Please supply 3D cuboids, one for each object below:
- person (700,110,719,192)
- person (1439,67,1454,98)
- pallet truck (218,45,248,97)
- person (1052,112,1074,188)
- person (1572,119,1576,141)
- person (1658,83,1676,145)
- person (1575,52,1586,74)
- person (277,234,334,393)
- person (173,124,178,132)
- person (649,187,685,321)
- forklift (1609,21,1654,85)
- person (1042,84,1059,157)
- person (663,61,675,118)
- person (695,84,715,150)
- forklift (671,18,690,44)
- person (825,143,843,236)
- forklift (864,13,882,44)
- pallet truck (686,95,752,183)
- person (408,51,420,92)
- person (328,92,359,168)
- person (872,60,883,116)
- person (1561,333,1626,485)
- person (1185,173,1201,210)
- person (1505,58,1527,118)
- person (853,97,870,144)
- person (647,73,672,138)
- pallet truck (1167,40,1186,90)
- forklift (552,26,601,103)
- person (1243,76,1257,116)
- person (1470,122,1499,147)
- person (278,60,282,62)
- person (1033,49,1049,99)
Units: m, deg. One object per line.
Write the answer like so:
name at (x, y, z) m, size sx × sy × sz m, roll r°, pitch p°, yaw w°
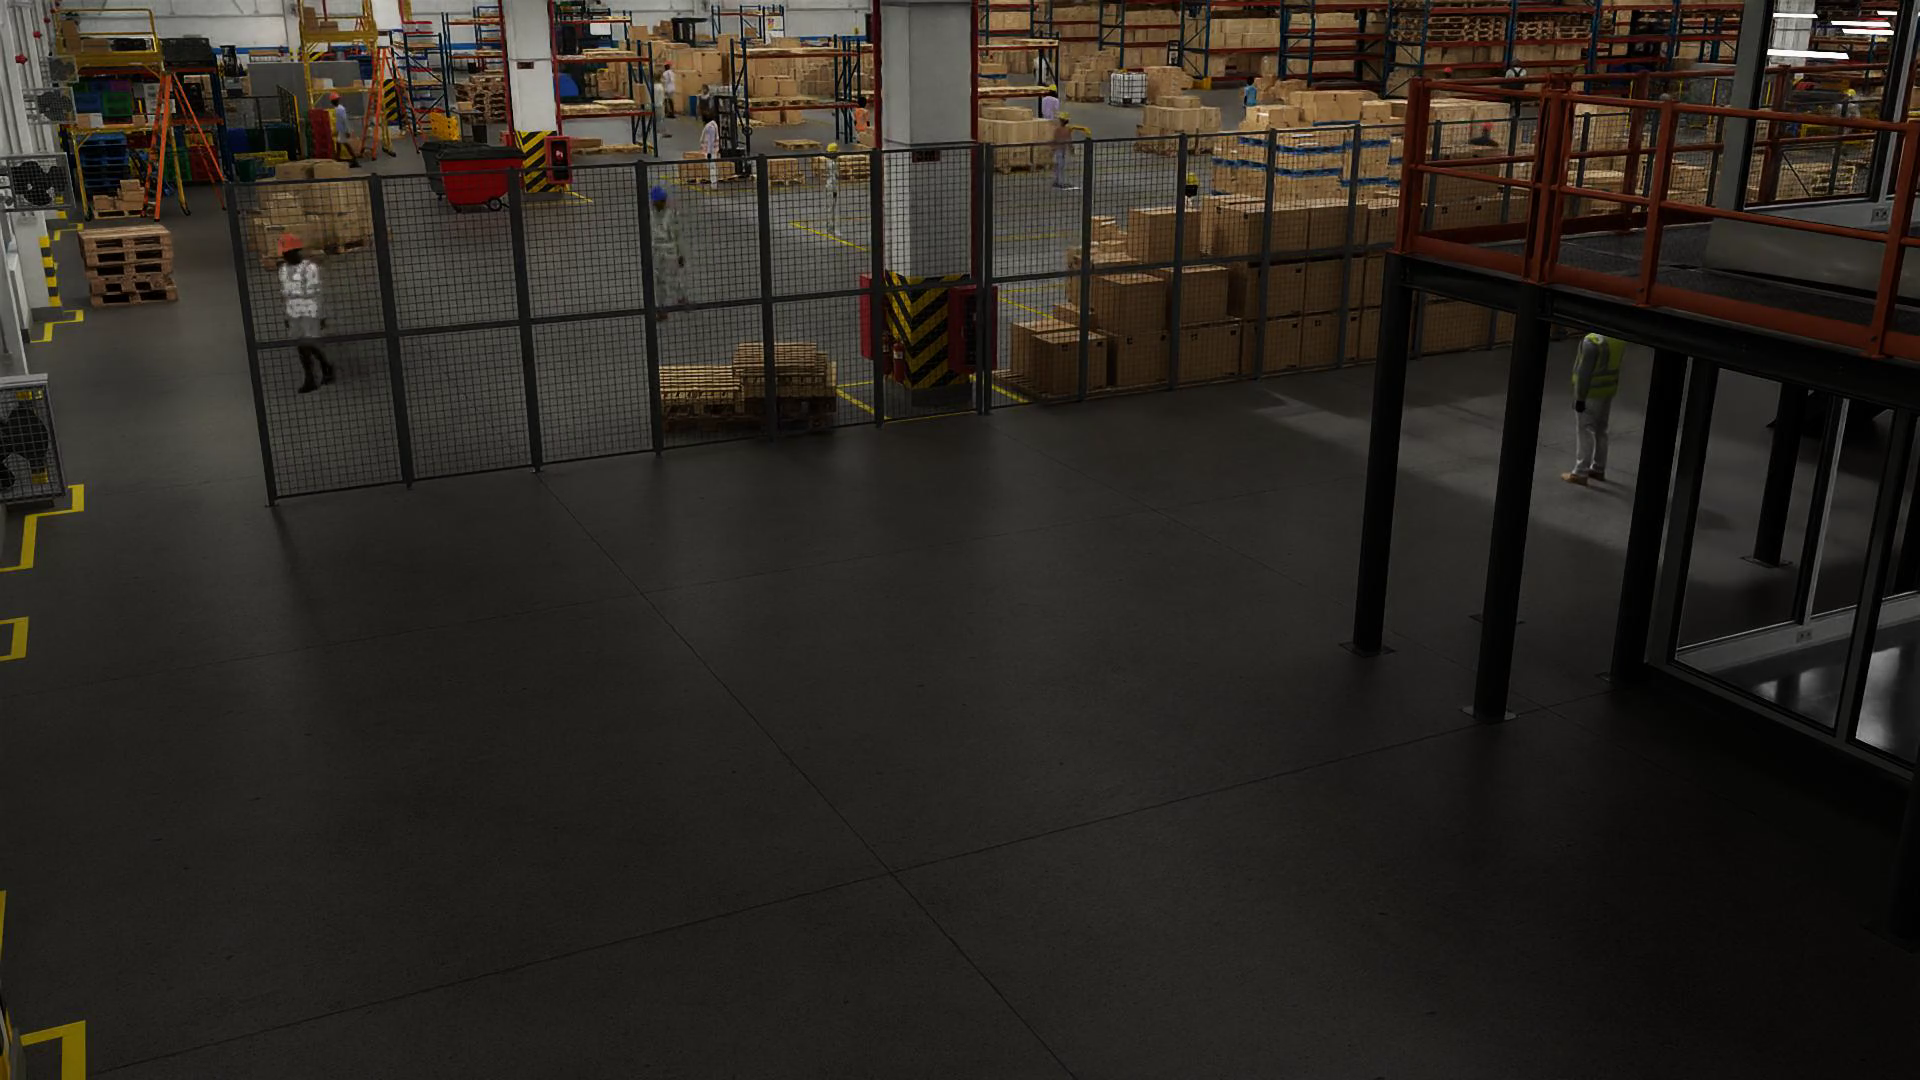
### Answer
person at (-5.709, -8.879, 37.978) m, size 0.429 × 1.842 × 0.636 m, roll -1°, pitch 19°, yaw -2°
person at (15.393, -13.922, 52.486) m, size 0.759 × 1.909 × 0.584 m, roll 9°, pitch 21°, yaw 23°
pallet truck at (-28.879, -18.665, 66.111) m, size 0.823 × 1.965 × 1.885 m, roll -3°, pitch 19°, yaw -9°
person at (2.435, -9.054, 38.653) m, size 0.544 × 1.725 × 0.854 m, roll -17°, pitch 25°, yaw -40°
person at (13.904, -9.122, 38.371) m, size 0.363 × 2.048 × 0.612 m, roll -3°, pitch 19°, yaw -8°
person at (19.832, -11.946, 46.880) m, size 0.516 × 1.839 × 0.858 m, roll -11°, pitch 22°, yaw -28°
person at (24.697, -18.519, 66.138) m, size 0.535 × 1.700 × 0.318 m, roll 13°, pitch 23°, yaw 32°
person at (-7.919, -2.730, 20.027) m, size 0.580 × 1.923 × 0.445 m, roll 7°, pitch 20°, yaw 19°
person at (-24.461, -13.459, 51.574) m, size 0.515 × 1.634 × 0.313 m, roll 13°, pitch 23°, yaw 33°
person at (-4.293, -4.167, 24.183) m, size 0.623 × 1.926 × 0.606 m, roll 5°, pitch 20°, yaw 15°
forklift at (27.604, -19.688, 67.742) m, size 1.873 × 2.768 × 1.129 m, roll -9°, pitch 21°, yaw -25°
person at (2.476, -11.362, 45.068) m, size 0.581 × 1.919 × 0.400 m, roll 18°, pitch 26°, yaw 42°
person at (-9.958, -15.293, 56.493) m, size 0.673 × 1.888 × 0.641 m, roll 8°, pitch 21°, yaw 21°
person at (-7.174, -12.012, 47.134) m, size 0.516 × 1.803 × 0.961 m, roll 7°, pitch 20°, yaw 21°
forklift at (-12.062, -21.173, 72.047) m, size 1.873 × 2.768 × 1.129 m, roll -17°, pitch 25°, yaw -40°
person at (-2.423, -6.713, 31.848) m, size 0.306 × 1.741 × 0.494 m, roll -4°, pitch 20°, yaw -12°
forklift at (-4.048, -23.383, 78.454) m, size 1.129 × 2.768 × 1.873 m, roll 14°, pitch 24°, yaw 35°
pallet truck at (-5.836, -9.608, 39.856) m, size 0.823 × 1.965 × 1.885 m, roll 10°, pitch 22°, yaw 27°
person at (-22.508, -19.343, 68.245) m, size 0.585 × 1.882 × 0.337 m, roll 13°, pitch 23°, yaw 34°
person at (-15.859, -10.417, 42.355) m, size 0.942 × 1.888 × 0.547 m, roll -10°, pitch 21°, yaw -26°
person at (-2.778, -15.675, 57.557) m, size 0.392 × 1.922 × 0.593 m, roll -13°, pitch 23°, yaw -32°
person at (6.285, -1.463, 16.501) m, size 0.622 × 1.835 × 0.431 m, roll -16°, pitch 25°, yaw -38°
person at (3.504, -4.687, 25.690) m, size 0.356 × 1.930 × 0.592 m, roll 5°, pitch 20°, yaw 13°
person at (18.589, -15.133, 55.807) m, size 0.683 × 2.000 × 0.538 m, roll 1°, pitch 19°, yaw 2°
person at (-2.550, -10.719, 43.529) m, size 0.532 × 1.697 × 0.319 m, roll 15°, pitch 24°, yaw 37°
person at (-9.106, -13.047, 49.936) m, size 0.722 × 1.922 × 0.629 m, roll -1°, pitch 19°, yaw -4°
pallet truck at (9.045, -19.971, 69.895) m, size 0.823 × 1.965 × 1.885 m, roll -3°, pitch 19°, yaw -8°
forklift at (-14.607, -17.801, 62.272) m, size 1.873 × 2.768 × 1.129 m, roll -9°, pitch 21°, yaw -25°
person at (9.048, -13.601, 51.898) m, size 0.530 × 1.689 × 0.321 m, roll -17°, pitch 25°, yaw -41°
person at (10.693, -7.522, 33.862) m, size 0.650 × 1.956 × 0.900 m, roll 17°, pitch 25°, yaw 40°
person at (-22.861, -15.213, 56.216) m, size 0.629 × 1.931 × 0.373 m, roll -9°, pitch 21°, yaw -24°
person at (3.106, -17.926, 64.038) m, size 0.619 × 1.952 × 0.433 m, roll 2°, pitch 19°, yaw 7°
